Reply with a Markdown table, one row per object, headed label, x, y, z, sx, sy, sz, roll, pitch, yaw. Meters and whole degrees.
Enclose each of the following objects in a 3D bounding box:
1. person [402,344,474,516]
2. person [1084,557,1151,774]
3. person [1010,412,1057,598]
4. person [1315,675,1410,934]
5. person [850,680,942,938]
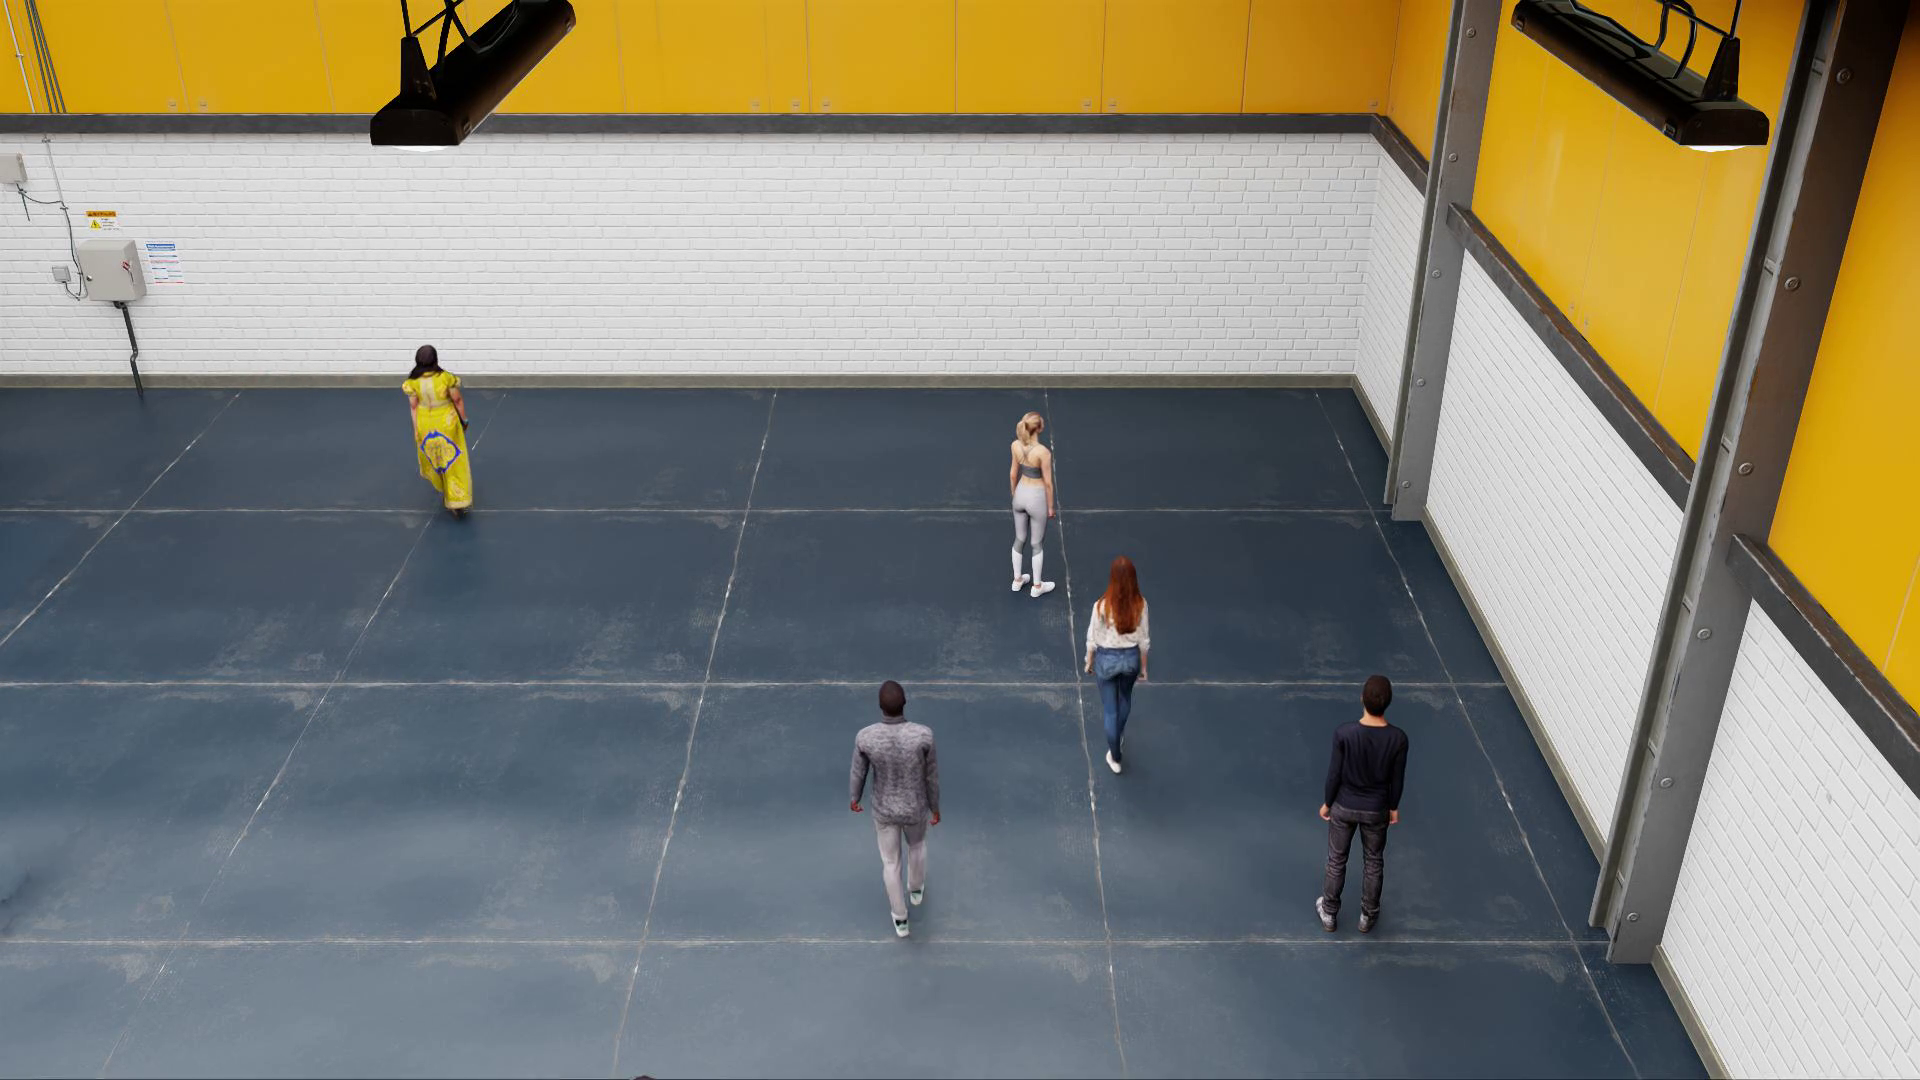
| label | x | y | z | sx | sy | sz | roll | pitch | yaw |
| --- | --- | --- | --- | --- | --- | --- | --- | --- | --- |
| person | -4.886 | -1.009 | 15.630 | 0.839 | 1.614 | 1.169 | -3 | 29 | -6 |
| person | 1.161 | 0.935 | 11.960 | 0.677 | 1.715 | 0.850 | -5 | 29 | -8 |
| person | 0.605 | -0.318 | 14.271 | 0.663 | 1.703 | 0.699 | 19 | 34 | 31 |
| person | 2.520 | 1.671 | 10.450 | 0.661 | 1.869 | 0.560 | 3 | 29 | 5 |
| person | -0.381 | 1.723 | 10.399 | 0.755 | 1.826 | 0.824 | -2 | 29 | -4 |
